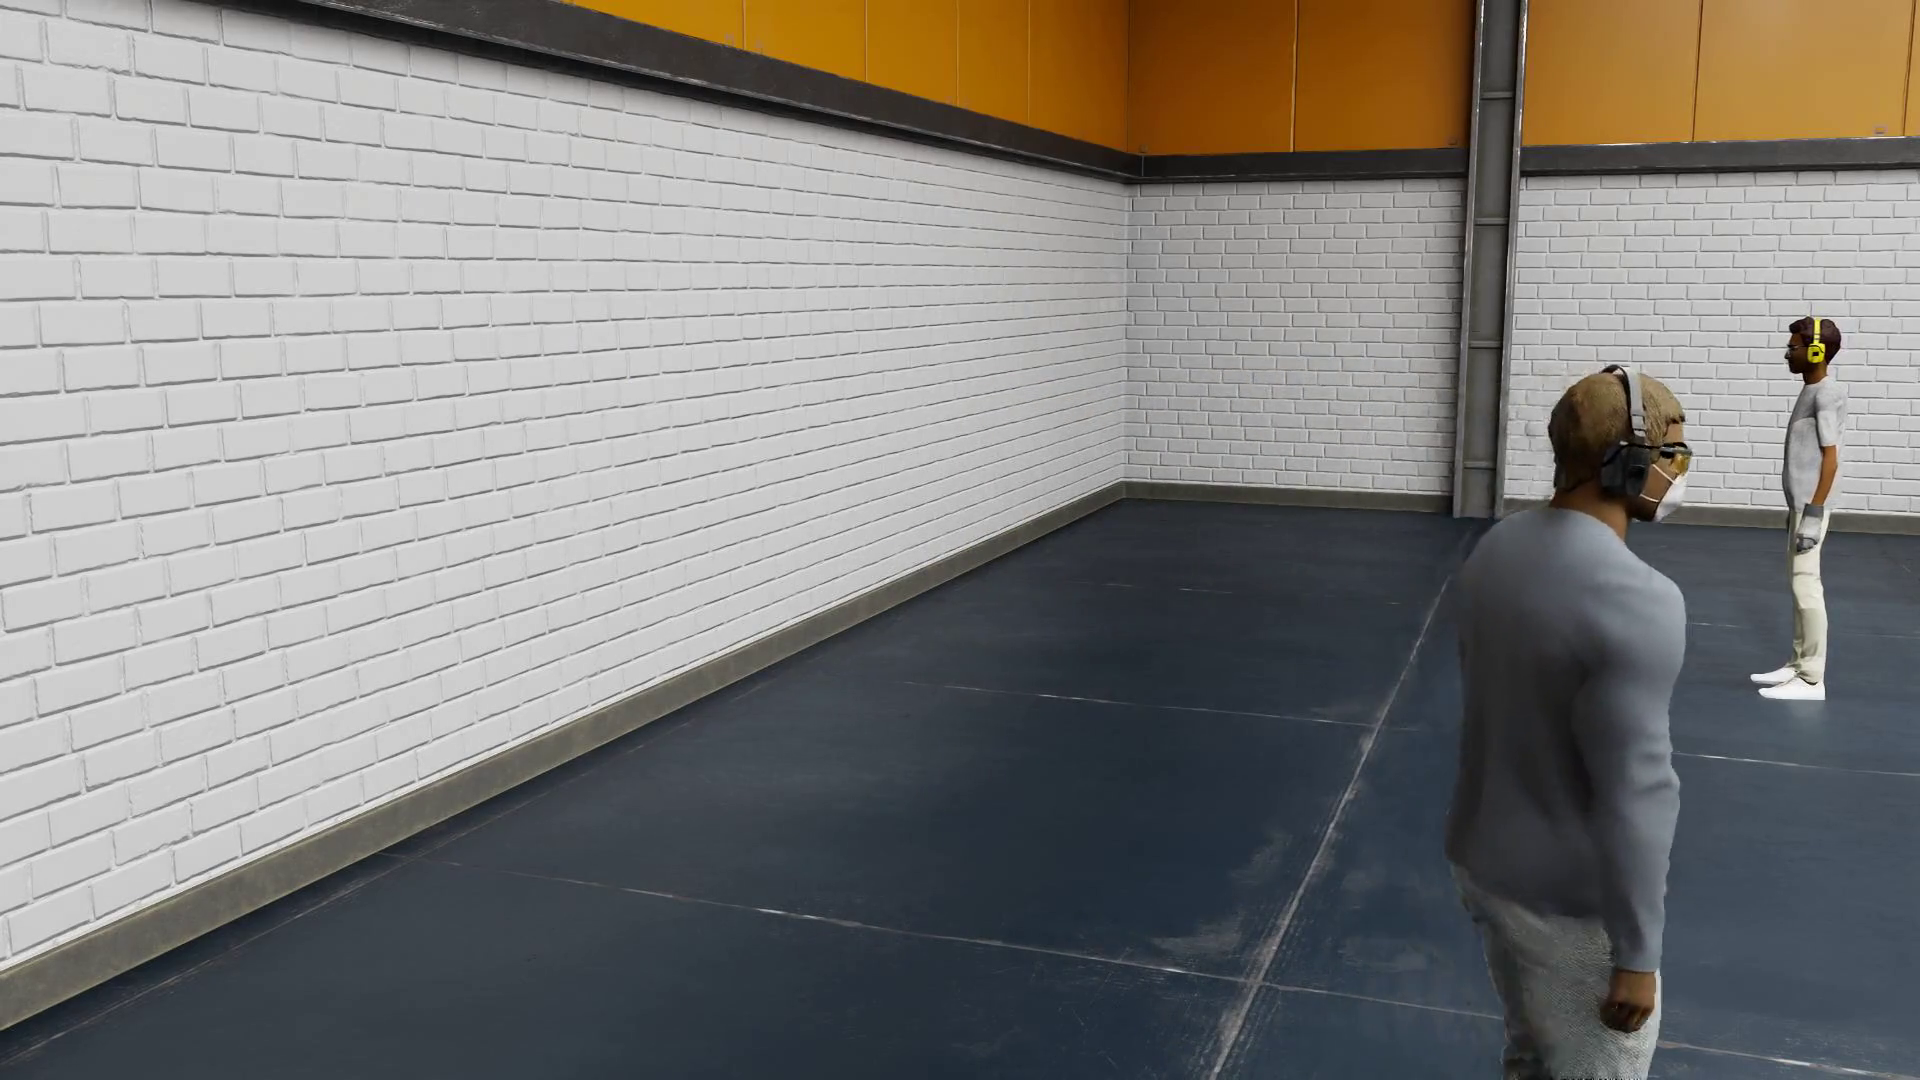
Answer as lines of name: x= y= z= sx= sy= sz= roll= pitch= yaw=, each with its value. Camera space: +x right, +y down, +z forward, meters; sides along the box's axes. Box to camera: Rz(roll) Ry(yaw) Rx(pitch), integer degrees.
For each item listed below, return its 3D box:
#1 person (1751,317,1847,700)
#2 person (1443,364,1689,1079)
person: x=4.124 y=-0.149 z=8.134 sx=0.313 sy=1.869 sz=0.538 roll=3 pitch=10 yaw=20
person: x=1.019 y=0.638 z=3.064 sx=0.661 sy=1.920 sz=0.627 roll=-1 pitch=9 yaw=-8
